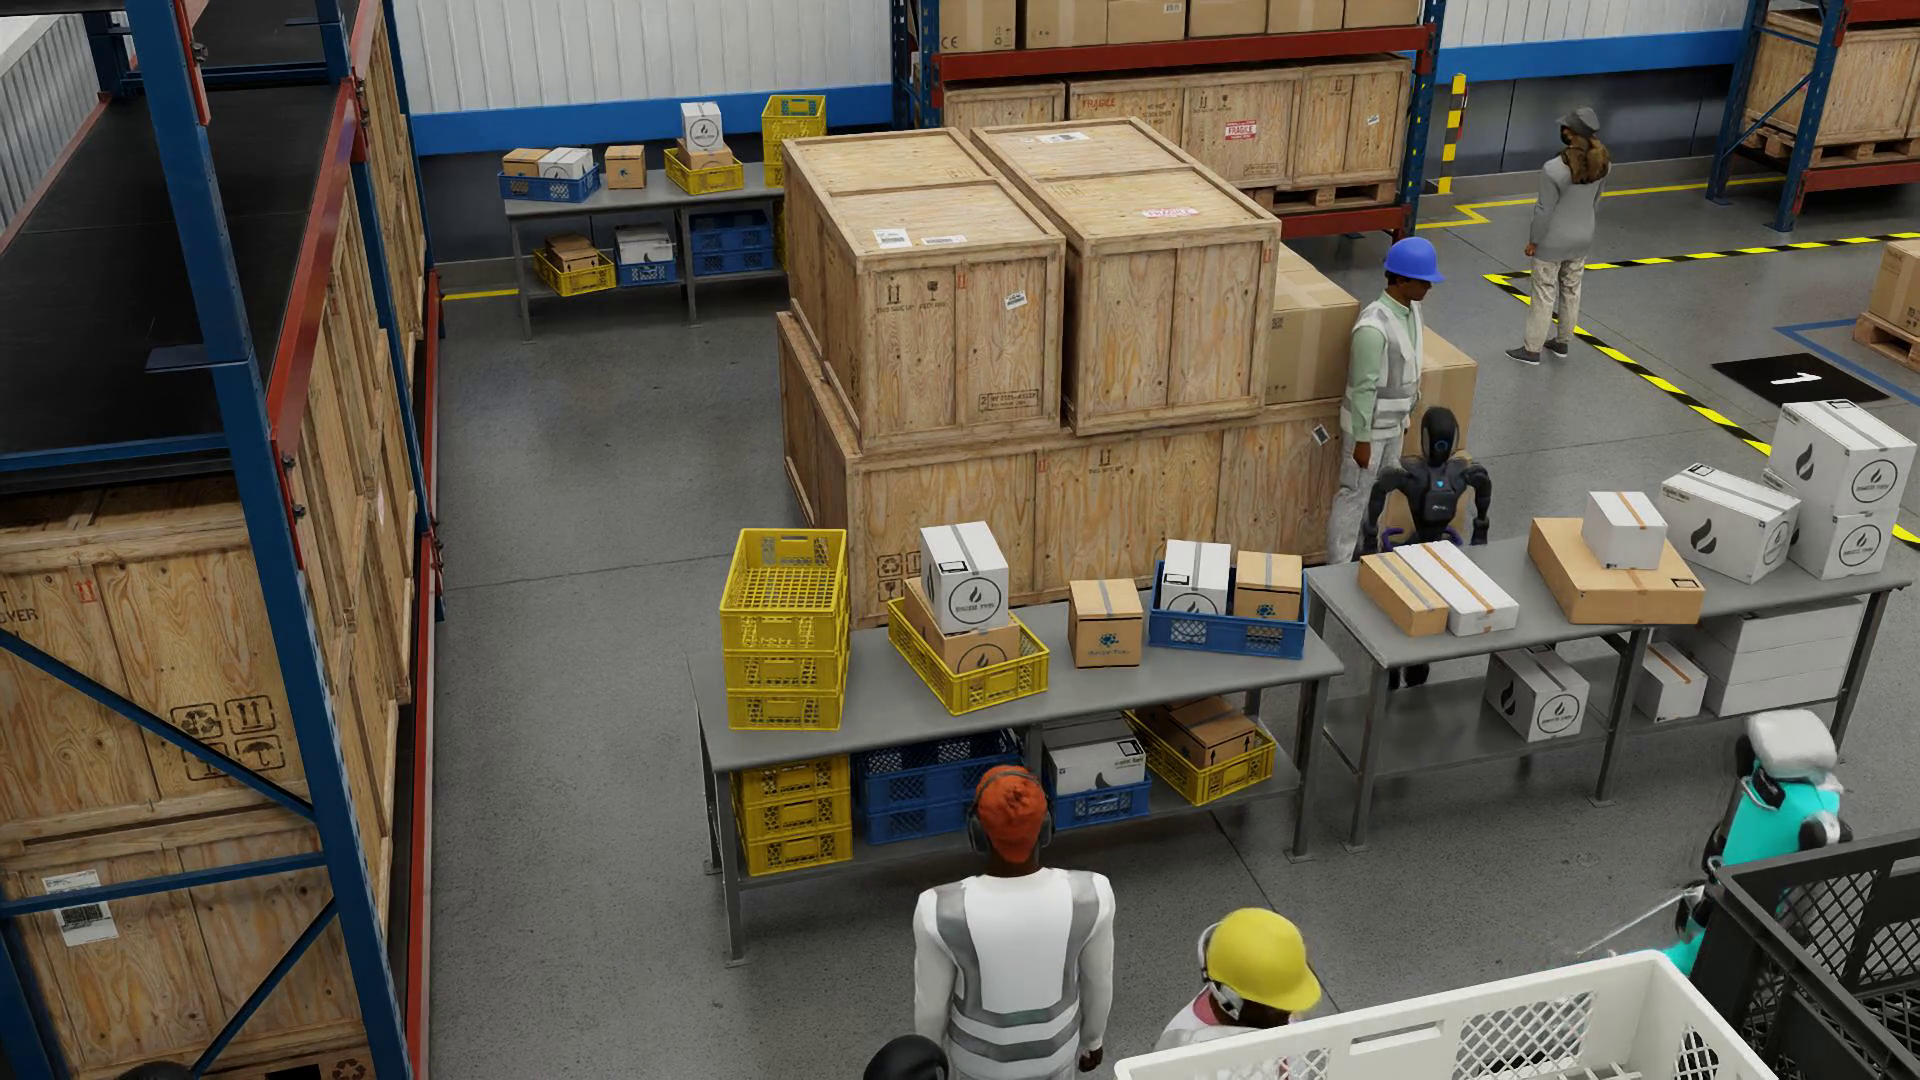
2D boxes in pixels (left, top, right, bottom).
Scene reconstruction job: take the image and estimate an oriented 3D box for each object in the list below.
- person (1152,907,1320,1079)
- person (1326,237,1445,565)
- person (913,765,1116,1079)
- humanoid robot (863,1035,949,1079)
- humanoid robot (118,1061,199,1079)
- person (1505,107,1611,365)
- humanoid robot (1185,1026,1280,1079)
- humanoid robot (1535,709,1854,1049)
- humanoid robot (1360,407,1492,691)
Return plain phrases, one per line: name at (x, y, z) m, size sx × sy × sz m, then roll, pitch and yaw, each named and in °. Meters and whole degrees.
person at (0.710, 1.704, 4.402) m, size 0.403 × 1.832 × 0.585 m, roll 20°, pitch 35°, yaw 32°
person at (2.157, -0.616, 8.509) m, size 0.413 × 1.939 × 0.608 m, roll 20°, pitch 35°, yaw 32°
person at (0.151, 1.449, 4.809) m, size 0.571 × 1.887 × 0.356 m, roll -5°, pitch 29°, yaw -9°
humanoid robot at (-0.142, 1.898, 4.198) m, size 0.599 × 1.655 × 0.315 m, roll 10°, pitch 30°, yaw 17°
humanoid robot at (-1.851, 1.937, 4.165) m, size 0.538 × 1.647 × 0.591 m, roll -25°, pitch 37°, yaw -37°
person at (4.092, -2.050, 11.282) m, size 0.563 × 1.769 × 0.398 m, roll -14°, pitch 32°, yaw -24°
humanoid robot at (0.415, 1.897, 4.108) m, size 0.677 × 1.769 × 0.541 m, roll 1°, pitch 29°, yaw 3°
humanoid robot at (2.153, 1.318, 5.237) m, size 0.999 × 1.782 × 0.530 m, roll -1°, pitch 29°, yaw -1°
humanoid robot at (2.049, 0.174, 7.346) m, size 0.610 × 1.646 × 0.422 m, roll -1°, pitch 29°, yaw -2°
